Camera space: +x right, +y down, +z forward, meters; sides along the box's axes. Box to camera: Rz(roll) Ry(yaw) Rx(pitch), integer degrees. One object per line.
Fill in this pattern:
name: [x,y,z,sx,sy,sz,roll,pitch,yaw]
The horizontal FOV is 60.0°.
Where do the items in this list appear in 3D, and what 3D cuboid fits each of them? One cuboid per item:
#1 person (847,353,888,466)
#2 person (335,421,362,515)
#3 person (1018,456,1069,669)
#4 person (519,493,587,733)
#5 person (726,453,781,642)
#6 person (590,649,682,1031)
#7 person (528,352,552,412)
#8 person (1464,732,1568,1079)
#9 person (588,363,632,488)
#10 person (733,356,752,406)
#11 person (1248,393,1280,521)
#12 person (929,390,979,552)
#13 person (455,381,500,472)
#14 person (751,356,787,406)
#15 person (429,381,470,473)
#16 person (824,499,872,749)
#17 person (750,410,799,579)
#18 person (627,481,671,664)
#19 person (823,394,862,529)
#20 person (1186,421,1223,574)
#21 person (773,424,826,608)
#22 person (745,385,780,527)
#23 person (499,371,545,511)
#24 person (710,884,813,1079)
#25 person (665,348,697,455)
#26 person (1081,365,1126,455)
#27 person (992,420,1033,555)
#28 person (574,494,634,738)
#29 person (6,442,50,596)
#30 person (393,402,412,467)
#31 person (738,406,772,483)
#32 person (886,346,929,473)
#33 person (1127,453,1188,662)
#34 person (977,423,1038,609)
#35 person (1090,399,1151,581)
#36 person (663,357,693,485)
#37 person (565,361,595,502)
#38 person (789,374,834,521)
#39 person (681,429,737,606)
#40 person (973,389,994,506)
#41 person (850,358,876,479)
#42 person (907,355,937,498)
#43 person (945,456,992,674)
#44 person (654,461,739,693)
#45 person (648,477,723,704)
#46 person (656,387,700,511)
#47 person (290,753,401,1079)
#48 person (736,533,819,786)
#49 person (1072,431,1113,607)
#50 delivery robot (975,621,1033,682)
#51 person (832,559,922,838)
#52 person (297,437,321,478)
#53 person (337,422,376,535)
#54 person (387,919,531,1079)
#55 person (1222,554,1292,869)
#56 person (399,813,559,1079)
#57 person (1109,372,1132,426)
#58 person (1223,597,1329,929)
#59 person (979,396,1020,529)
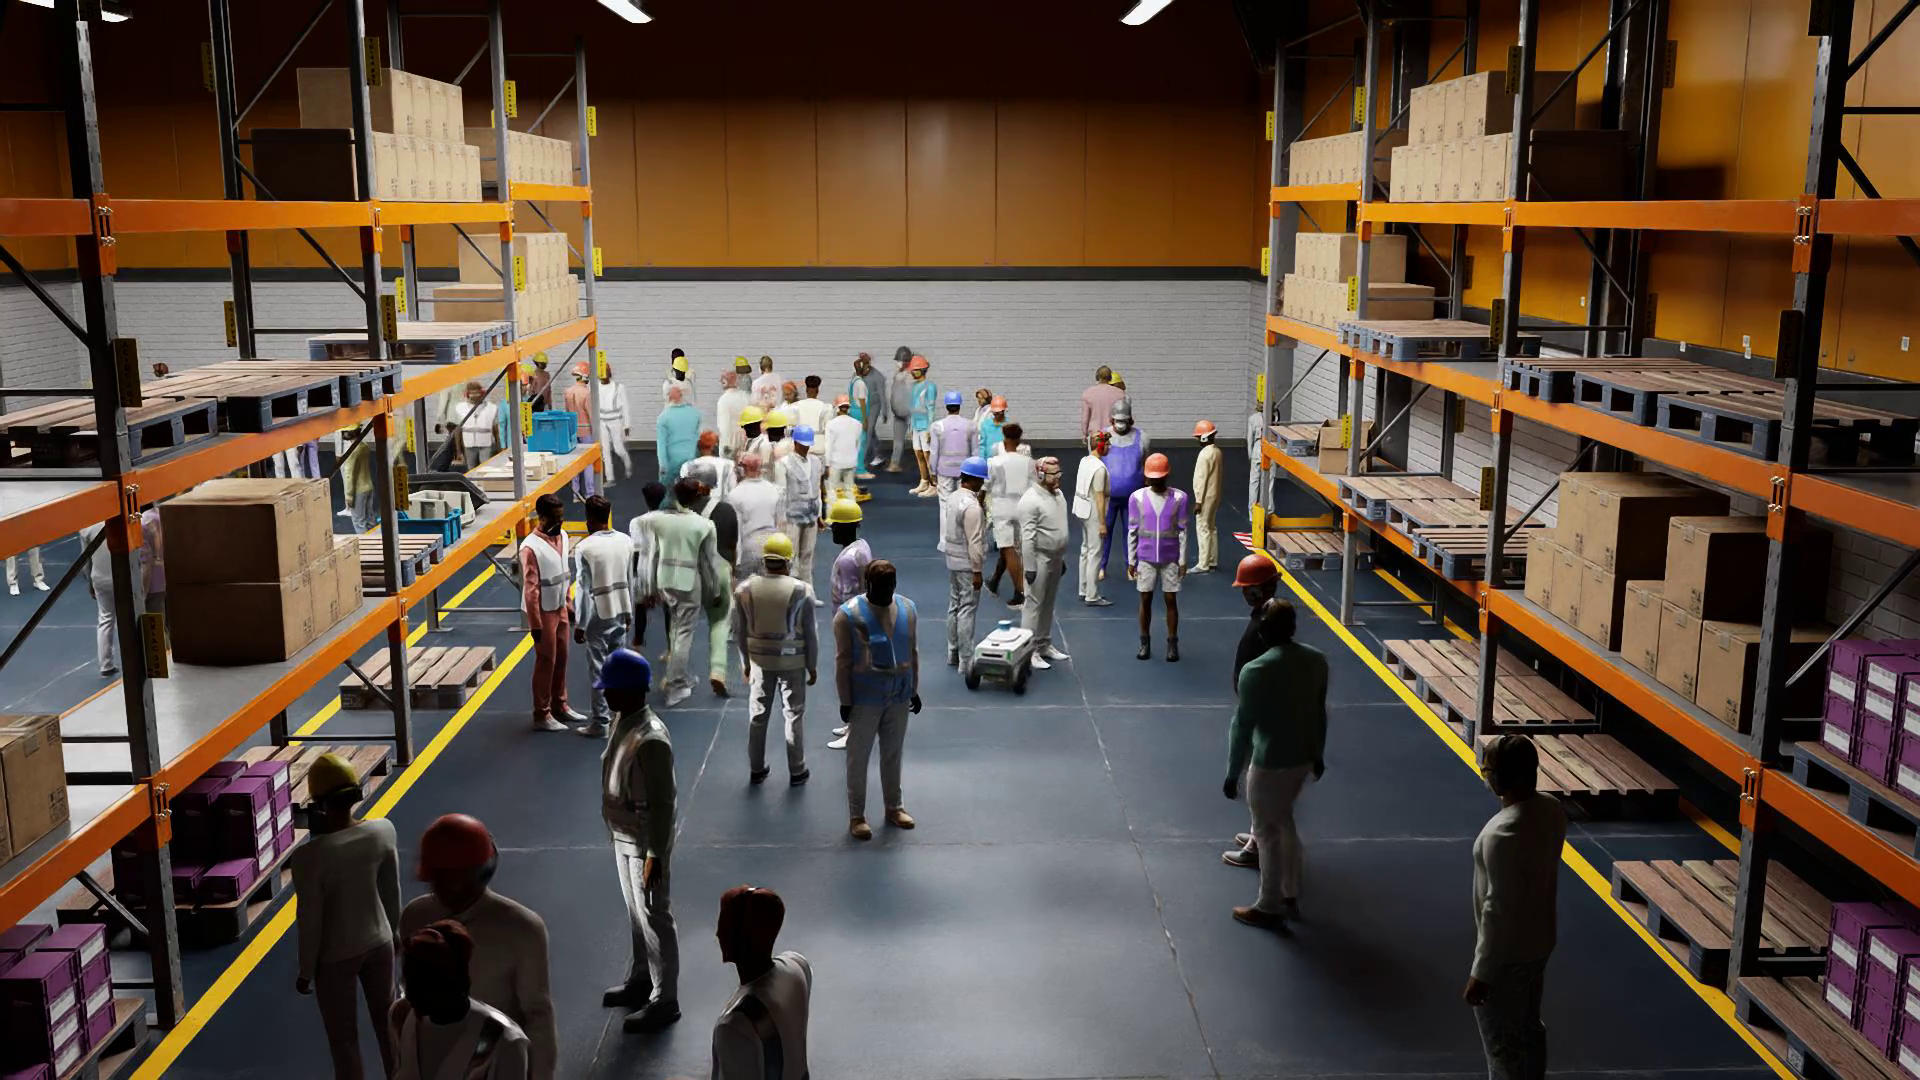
person: [-1.498,-2.051,26.403,0.679,1.850,1.019,9,15,39]
person: [-8.250,-1.200,22.418,0.322,1.737,0.485,4,12,19]
person: [0.784,0.190,15.016,0.399,1.909,0.642,7,13,31]
person: [-3.253,0.568,13.130,0.397,1.909,0.599,3,12,14]
person: [-1.954,0.105,15.582,1.021,1.859,0.661,10,15,42]
person: [-1.626,1.491,8.387,0.401,1.945,0.614,-6,13,-27]
person: [-6.953,-2.247,27.615,0.341,1.760,0.525,5,12,25]
person: [2.339,1.756,7.100,0.371,1.934,0.627,9,14,37]
person: [-5.179,-1.735,24.766,0.609,1.865,0.719,2,11,10]
person: [-3.506,-2.110,26.982,0.321,1.737,0.485,0,11,0]
person: [4.017,-1.100,21.896,0.483,1.745,0.301,10,15,40]
person: [-0.073,-0.826,20.011,0.615,1.943,0.399,-2,11,-10]
person: [-6.537,-1.268,22.573,0.599,1.816,0.698,-2,11,-11]
person: [-2.846,-1.792,24.905,0.636,1.931,0.373,-10,15,-42]
person: [-7.607,-1.800,24.931,1.026,1.938,0.614,2,12,12]
person: [-0.847,0.638,12.721,0.368,1.927,0.589,1,11,4]
person: [-2.046,-0.494,18.470,0.617,1.906,0.630,2,11,11]
person: [-2.803,0.282,15.145,0.551,1.667,0.769,-7,13,-32]
person: [-1.531,-1.012,21.443,0.573,1.746,0.350,-8,14,-36]
person: [2.773,-0.484,18.829,0.355,1.736,0.575,5,12,25]
person: [-1.629,-0.230,17.048,0.403,1.937,0.604,10,15,41]
person: [-2.608,-1.067,21.462,0.692,1.865,0.665,5,12,25]
person: [-5.768,-1.240,21.961,0.614,1.997,0.374,-2,12,-11]
person: [-0.688,2.068,5.664,0.355,1.882,0.576,3,12,14]
person: [-4.437,-2.111,26.562,0.586,1.910,0.395,7,13,30]
person: [2.010,-1.477,23.301,0.635,1.938,0.367,1,11,5]
person: [0.626,-0.611,19.749,0.539,1.630,0.359,6,13,27]
person: [-2.768,0.593,13.004,0.402,1.908,0.598,6,13,30]
person: [-10.069,-0.238,17.835,0.308,1.641,0.511,10,15,42]
person: [-8.892,-1.888,26.205,0.501,1.614,0.588,3,12,17]
person: [-2.303,-0.562,18.777,0.385,1.914,0.586,-5,12,-24]
person: [-0.737,-2.084,26.080,0.903,2.000,0.685,-9,14,-37]
person: [1.794,0.158,15.152,0.548,1.924,0.390,2,11,9]
person: [0.505,-0.261,17.338,0.617,1.896,1.056,-7,13,-30]
person: [1.774,-0.550,18.388,0.688,2.000,0.536,0,11,2]
person: [-4.168,-1.786,24.897,0.377,1.915,0.595,8,14,33]
person: [-5.254,-1.496,23.249,0.608,1.996,0.376,9,14,38]
person: [-1.940,-1.198,21.886,0.617,1.954,0.406,1,11,5]
person: [-2.562,-0.202,17.087,0.608,1.869,0.679,-3,12,-14]
person: [0.355,-1.292,23.152,0.313,1.633,0.521,-7,13,-32]
person: [-1.502,-1.851,25.405,0.339,1.845,0.514,-4,12,-19]
person: [-0.555,-1.625,23.819,0.411,2.032,0.605,-7,13,-30]
person: [0.078,0.216,14.813,0.413,1.933,0.615,-4,12,-19]
person: [-2.230,0.312,14.068,0.730,2.000,0.594,-2,11,-11]
person: [-2.277,0.398,14.021,0.603,1.883,0.773,4,12,21]
person: [-3.638,-1.035,21.318,0.640,1.845,1.035,-8,14,-34]
person: [-2.697,1.795,7.328,0.326,1.765,0.533,7,13,33]
person: [-1.293,0.855,11.906,0.594,1.823,0.406,2,11,11]
person: [1.375,-0.223,17.269,0.390,1.837,0.562,-3,12,-13]
delivery robot: [0.384,0.943,14.405,0.477,0.478,0.707,4,12,18]
person: [-0.526,1.028,10.978,0.620,1.845,0.430,-7,13,-31]
person: [-9.165,-1.370,23.189,0.305,1.771,0.525,9,14,38]
person: [-6.928,-0.552,19.110,0.340,1.762,0.527,1,11,4]
person: [-1.619,2.117,5.438,0.576,1.876,0.359,7,13,30]
person: [1.870,1.067,10.420,0.393,1.985,0.611,6,13,26]
person: [-1.768,1.935,6.080,0.627,1.985,0.409,4,12,18]
person: [2.287,-1.601,24.448,0.492,1.730,0.323,11,16,43]
person: [1.801,1.275,9.526,0.685,1.927,0.446,-8,14,-36]
person: [0.493,-0.981,21.301,0.563,1.743,0.350,5,12,25]
